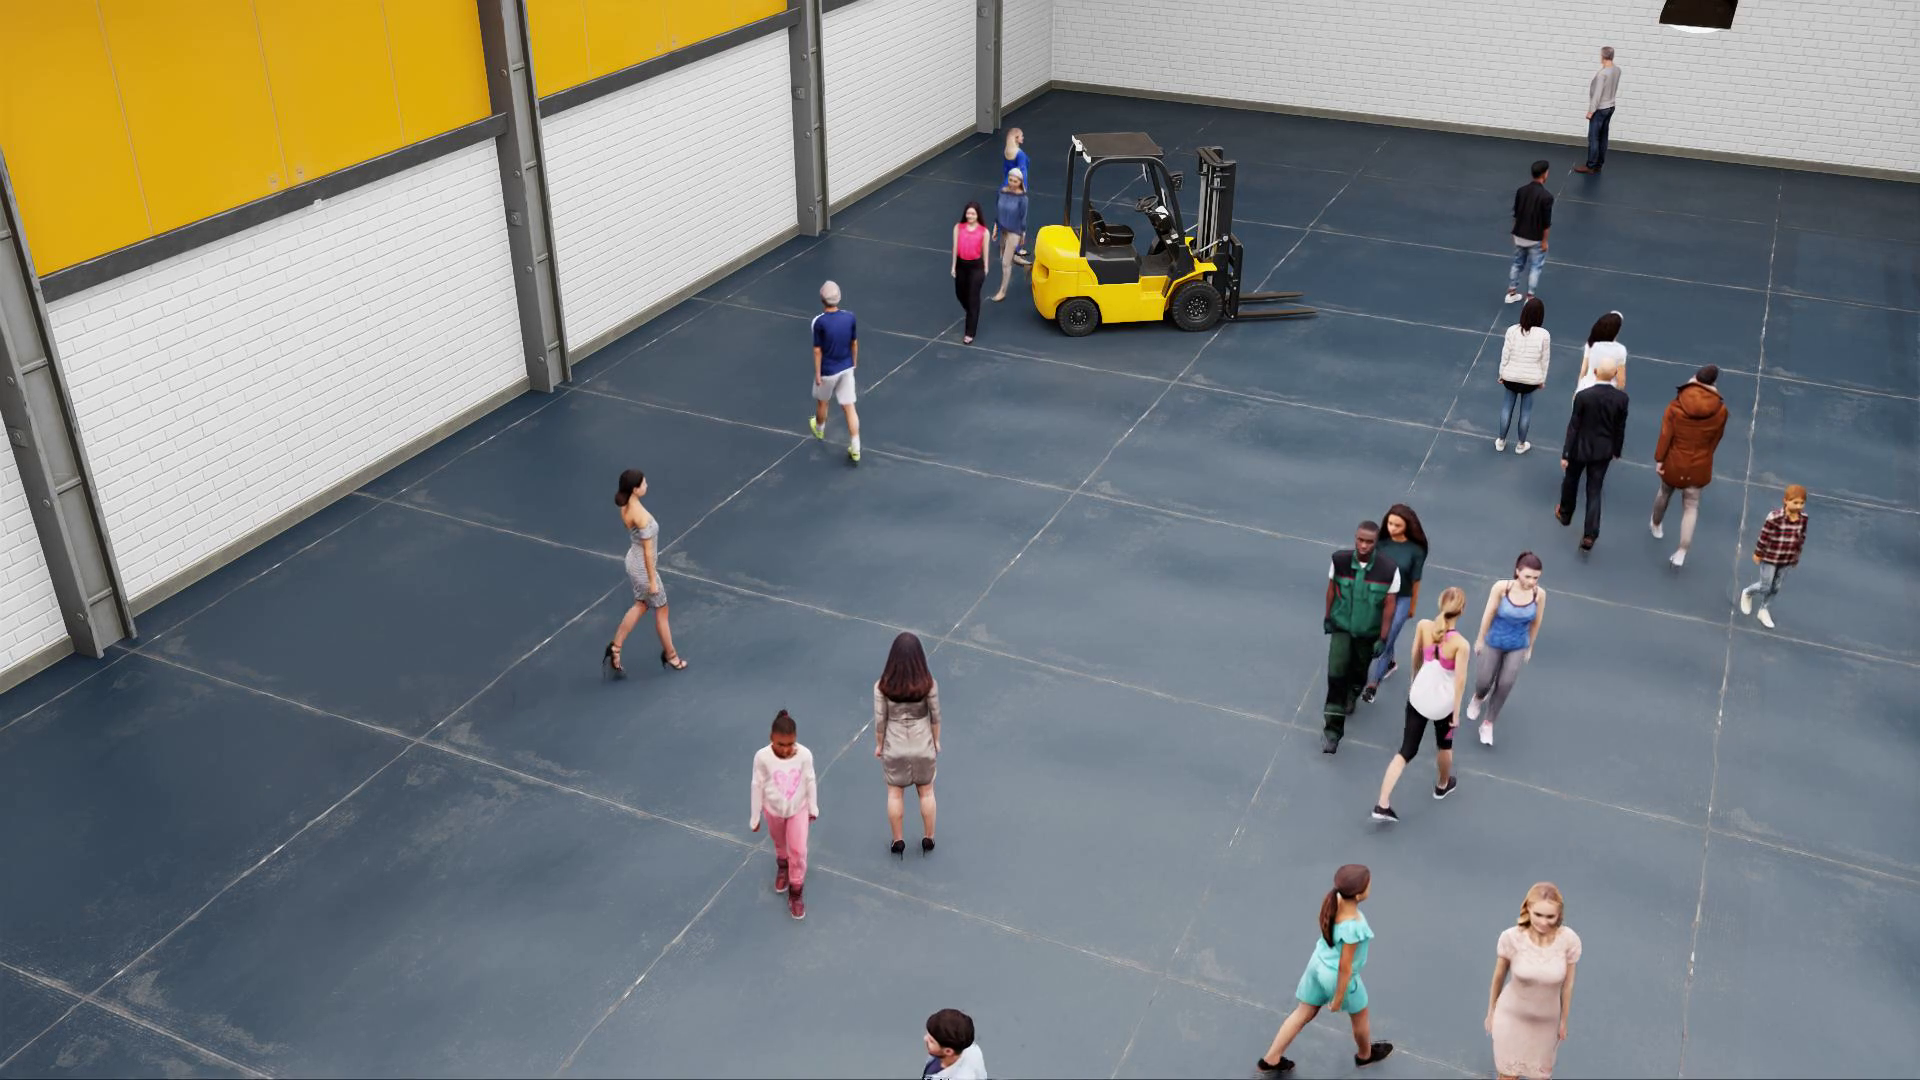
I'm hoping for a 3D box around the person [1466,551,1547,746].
[{"bbox_3d":[4.052,0.757,12.378,0.685,1.593,0.783,8,30,14],"label":"person"}]

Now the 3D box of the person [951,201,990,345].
[{"bbox_3d":[0.121,-3.182,19.556,0.677,1.633,1.060,8,30,14],"label":"person"}]

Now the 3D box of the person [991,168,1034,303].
[{"bbox_3d":[0.691,-3.820,20.686,1.109,1.672,0.861,-24,36,-36],"label":"person"}]

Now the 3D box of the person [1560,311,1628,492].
[{"bbox_3d":[6.044,-1.264,15.889,0.875,1.778,1.266,23,36,36],"label":"person"}]

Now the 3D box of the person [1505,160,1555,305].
[{"bbox_3d":[6.966,-3.750,20.421,0.838,1.802,0.818,-17,33,-28],"label":"person"}]

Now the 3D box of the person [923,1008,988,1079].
[{"bbox_3d":[0.050,2.986,8.074,0.915,1.800,0.930,3,29,5],"label":"person"}]

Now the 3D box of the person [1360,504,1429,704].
[{"bbox_3d":[3.395,0.432,12.981,0.751,1.585,1.036,21,35,34],"label":"person"}]

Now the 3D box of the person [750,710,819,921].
[{"bbox_3d":[-1.134,1.685,10.844,0.787,1.432,0.908,0,29,-1],"label":"person"}]

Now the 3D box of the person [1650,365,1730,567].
[{"bbox_3d":[6.440,-0.618,14.690,0.807,1.792,1.235,7,29,13],"label":"person"}]

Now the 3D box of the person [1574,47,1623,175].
[{"bbox_3d":[9.865,-6.608,25.560,0.741,1.898,0.887,-22,35,-34],"label":"person"}]

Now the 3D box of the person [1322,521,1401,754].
[{"bbox_3d":[2.979,0.639,12.393,0.745,1.786,1.214,10,30,17],"label":"person"}]

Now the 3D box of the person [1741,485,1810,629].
[{"bbox_3d":[6.806,0.092,13.903,0.660,1.299,0.721,-3,29,-6],"label":"person"}]

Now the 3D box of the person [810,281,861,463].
[{"bbox_3d":[-1.201,-1.641,16.573,1.216,1.784,1.205,-13,31,-22],"label":"person"}]

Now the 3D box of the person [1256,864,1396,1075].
[{"bbox_3d":[2.034,2.451,9.345,1.076,1.523,1.047,-8,30,-15],"label":"person"}]

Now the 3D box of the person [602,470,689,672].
[{"bbox_3d":[-2.552,0.281,13.027,1.014,1.806,0.925,-13,31,-23],"label":"person"}]

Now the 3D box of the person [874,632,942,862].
[{"bbox_3d":[-0.343,1.384,11.068,0.671,1.746,0.665,-1,29,-2],"label":"person"}]

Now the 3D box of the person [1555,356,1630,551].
[{"bbox_3d":[5.694,-0.761,14.968,0.957,1.777,1.286,4,29,7],"label":"person"}]

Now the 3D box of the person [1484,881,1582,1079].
[{"bbox_3d":[3.035,2.519,8.917,0.706,1.814,0.904,6,29,10],"label":"person"}]

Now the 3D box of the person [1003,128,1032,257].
[{"bbox_3d":[0.723,-4.640,22.160,0.713,1.700,0.700,-18,33,-29],"label":"person"}]

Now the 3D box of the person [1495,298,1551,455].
[{"bbox_3d":[5.668,-1.659,16.760,0.606,1.638,0.531,13,31,22],"label":"person"}]

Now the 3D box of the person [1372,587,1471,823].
[{"bbox_3d":[3.180,1.172,11.455,1.232,1.747,0.926,-22,36,-35],"label":"person"}]
